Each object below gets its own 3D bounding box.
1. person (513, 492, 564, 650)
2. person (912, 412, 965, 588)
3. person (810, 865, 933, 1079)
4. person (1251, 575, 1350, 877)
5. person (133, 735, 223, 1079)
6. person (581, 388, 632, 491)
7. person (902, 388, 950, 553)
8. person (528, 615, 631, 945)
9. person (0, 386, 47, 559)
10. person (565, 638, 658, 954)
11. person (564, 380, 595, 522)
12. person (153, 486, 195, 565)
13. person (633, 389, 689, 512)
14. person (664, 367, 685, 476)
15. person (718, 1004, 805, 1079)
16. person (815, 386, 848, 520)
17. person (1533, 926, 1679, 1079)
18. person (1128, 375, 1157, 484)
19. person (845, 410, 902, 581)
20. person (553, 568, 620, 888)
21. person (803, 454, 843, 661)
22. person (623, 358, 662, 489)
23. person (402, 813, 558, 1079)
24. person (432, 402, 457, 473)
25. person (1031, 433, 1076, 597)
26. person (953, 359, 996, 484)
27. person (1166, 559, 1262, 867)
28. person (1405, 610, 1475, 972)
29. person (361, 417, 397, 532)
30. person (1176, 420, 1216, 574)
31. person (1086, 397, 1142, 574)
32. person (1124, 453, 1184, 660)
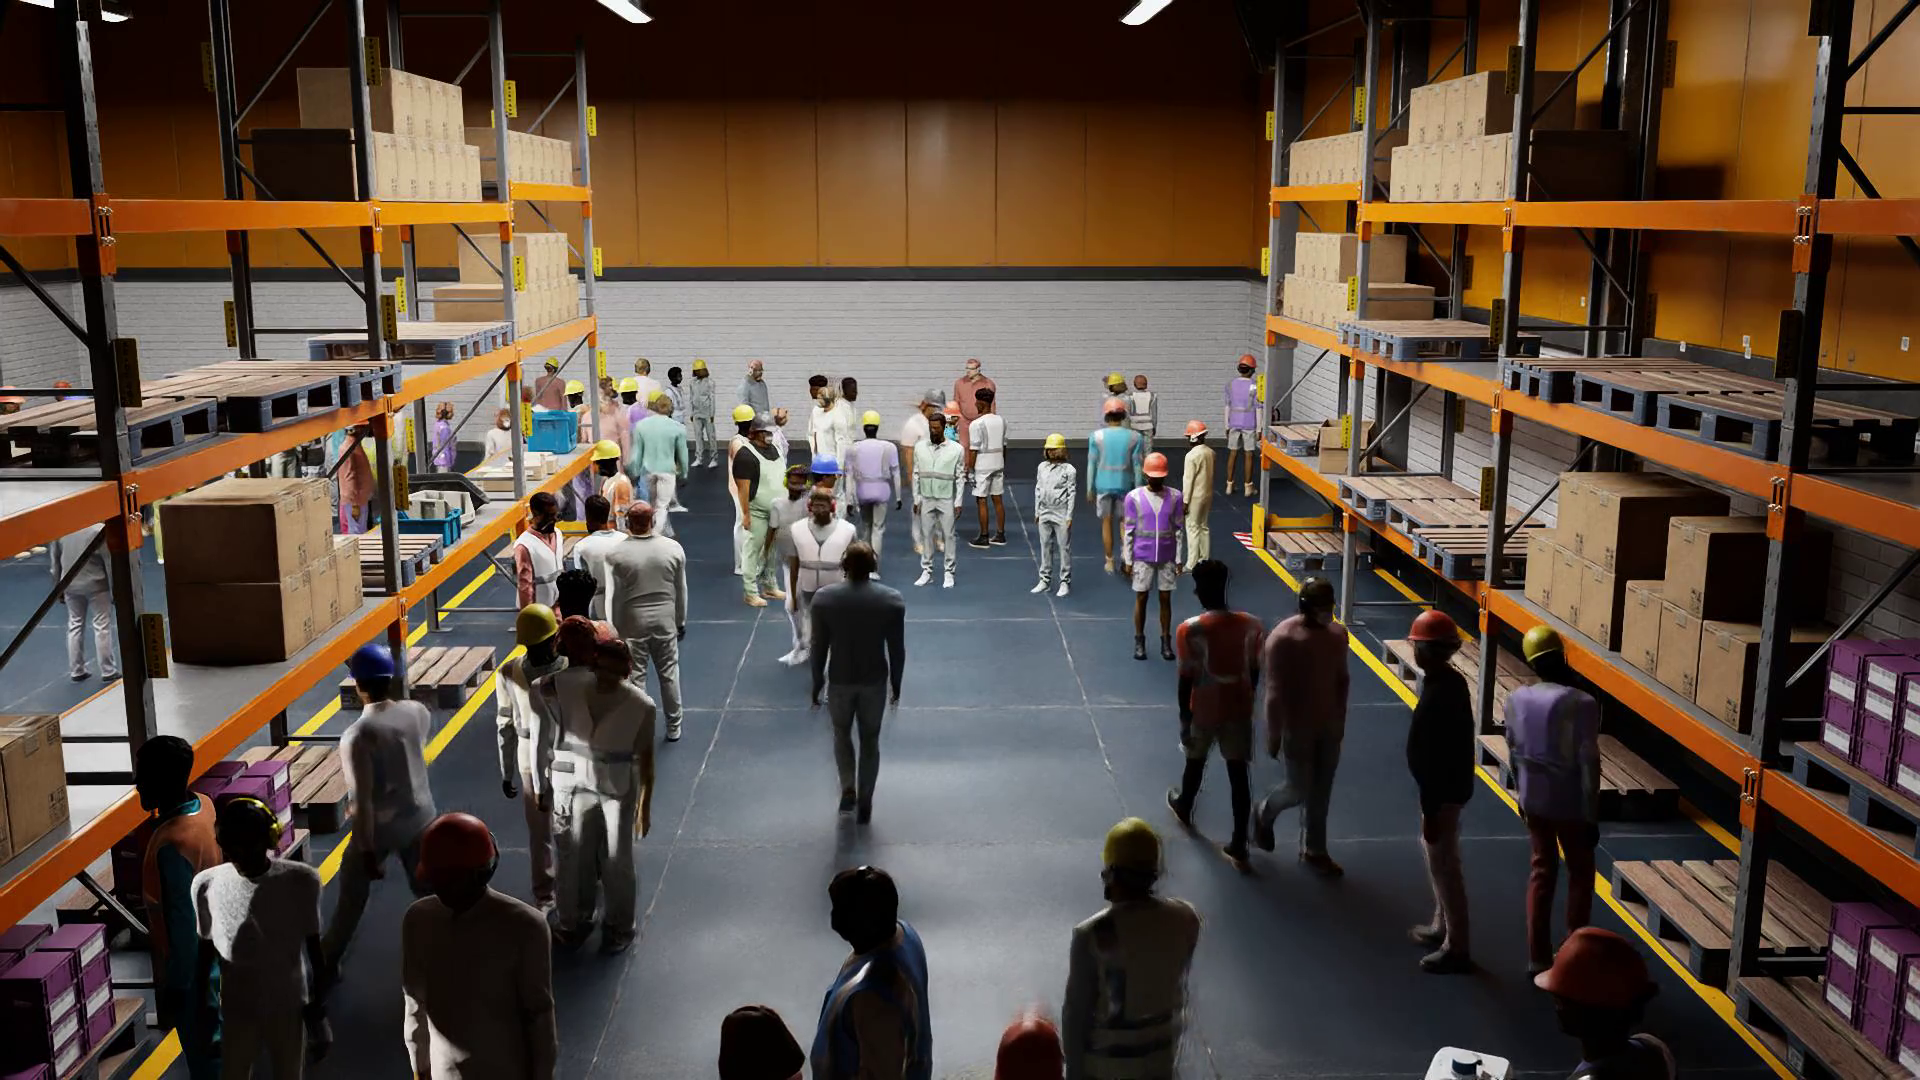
[{"bbox_3d":[-3.313,0.553,13.205,0.402,1.908,0.598,3,12,14],"label":"person"},{"bbox_3d":[-0.236,-0.440,18.149,0.591,1.919,0.391,4,12,18],"label":"person"},{"bbox_3d":[-0.315,2.036,5.933,0.429,1.839,0.633,1,11,4],"label":"person"},{"bbox_3d":[2.103,1.126,10.283,0.680,1.919,0.548,-7,13,-30],"label":"person"},{"bbox_3d":[-3.300,1.756,7.134,0.392,1.919,0.592,-4,12,-19],"label":"person"},{"bbox_3d":[-4.486,-0.982,21.006,0.672,1.866,0.458,3,12,16],"label":"person"},{"bbox_3d":[-0.350,-0.827,19.780,0.721,2.000,0.594,-11,16,-43],"label":"person"},{"bbox_3d":[-2.103,1.343,9.309,0.576,1.880,0.353,-4,12,-19],"label":"person"},{"bbox_3d":[-11.148,-0.804,19.661,0.375,2.044,0.607,1,11,5],"label":"person"},{"bbox_3d":[-1.945,1.408,9.207,0.654,1.803,0.420,3,12,16],"label":"person"},{"bbox_3d":[-4.915,-1.105,21.502,0.399,1.911,0.596,2,12,12],"label":"person"},{"bbox_3d":[-9.191,-0.671,19.307,0.586,1.920,0.397,-3,12,-16],"label":"person"},{"bbox_3d":[-4.103,-1.202,22.509,0.748,1.699,0.505,-3,12,-15],"label":"person"},{"bbox_3d":[-4.419,-1.842,25.756,0.321,1.690,0.537,2,12,12],"label":"person"},{"bbox_3d":[-0.613,2.257,5.339,0.277,1.631,0.506,1,11,7],"label":"person"},{"bbox_3d":[-1.615,-0.956,20.693,0.378,1.937,0.628,-6,13,-29],"label":"person"},{"bbox_3d":[1.850,2.127,4.963,0.382,2.040,0.616,11,15,43],"label":"person"},{"bbox_3d":[2.712,-1.660,24.968,0.511,1.639,0.308,-1,11,-7],"label":"person"},{"bbox_3d":[-0.968,-0.497,18.505,0.604,1.895,0.869,1,11,7],"label":"person"},{"bbox_3d":[-2.288,1.137,10.119,0.367,1.966,0.606,3,12,15],"label":"person"},{"bbox_3d":[-1.238,0.188,14.957,0.414,1.939,0.608,-3,12,-17],"label":"person"},{"bbox_3d":[-4.631,-1.702,24.429,0.627,1.938,0.373,3,12,13],"label":"person"},{"bbox_3d":[-1.761,1.934,6.080,0.616,1.986,0.407,3,12,14],"label":"person"},{"bbox_3d":[-6.677,-0.981,21.588,0.314,1.628,0.527,-5,12,-24],"label":"person"},{"bbox_3d":[1.003,-0.270,17.733,0.487,1.746,0.289,8,14,33],"label":"person"},{"bbox_3d":[0.200,-1.746,24.730,0.650,1.904,0.401,2,12,11],"label":"person"},{"bbox_3d":[1.628,1.054,10.672,0.623,1.896,1.047,-3,12,-13],"label":"person"},{"bbox_3d":[2.590,1.354,9.009,0.458,1.970,0.682,5,12,25],"label":"person"},{"bbox_3d":[-7.145,-0.757,20.365,0.570,1.672,0.439,-1,11,-3],"label":"person"},{"bbox_3d":[2.665,-0.484,18.821,0.355,1.739,0.573,8,14,36],"label":"person"},{"bbox_3d":[1.734,-0.606,18.746,0.604,2.016,0.438,-1,11,-3],"label":"person"},{"bbox_3d":[1.770,0.152,15.177,0.548,1.925,0.392,-1,11,-3],"label":"person"}]
